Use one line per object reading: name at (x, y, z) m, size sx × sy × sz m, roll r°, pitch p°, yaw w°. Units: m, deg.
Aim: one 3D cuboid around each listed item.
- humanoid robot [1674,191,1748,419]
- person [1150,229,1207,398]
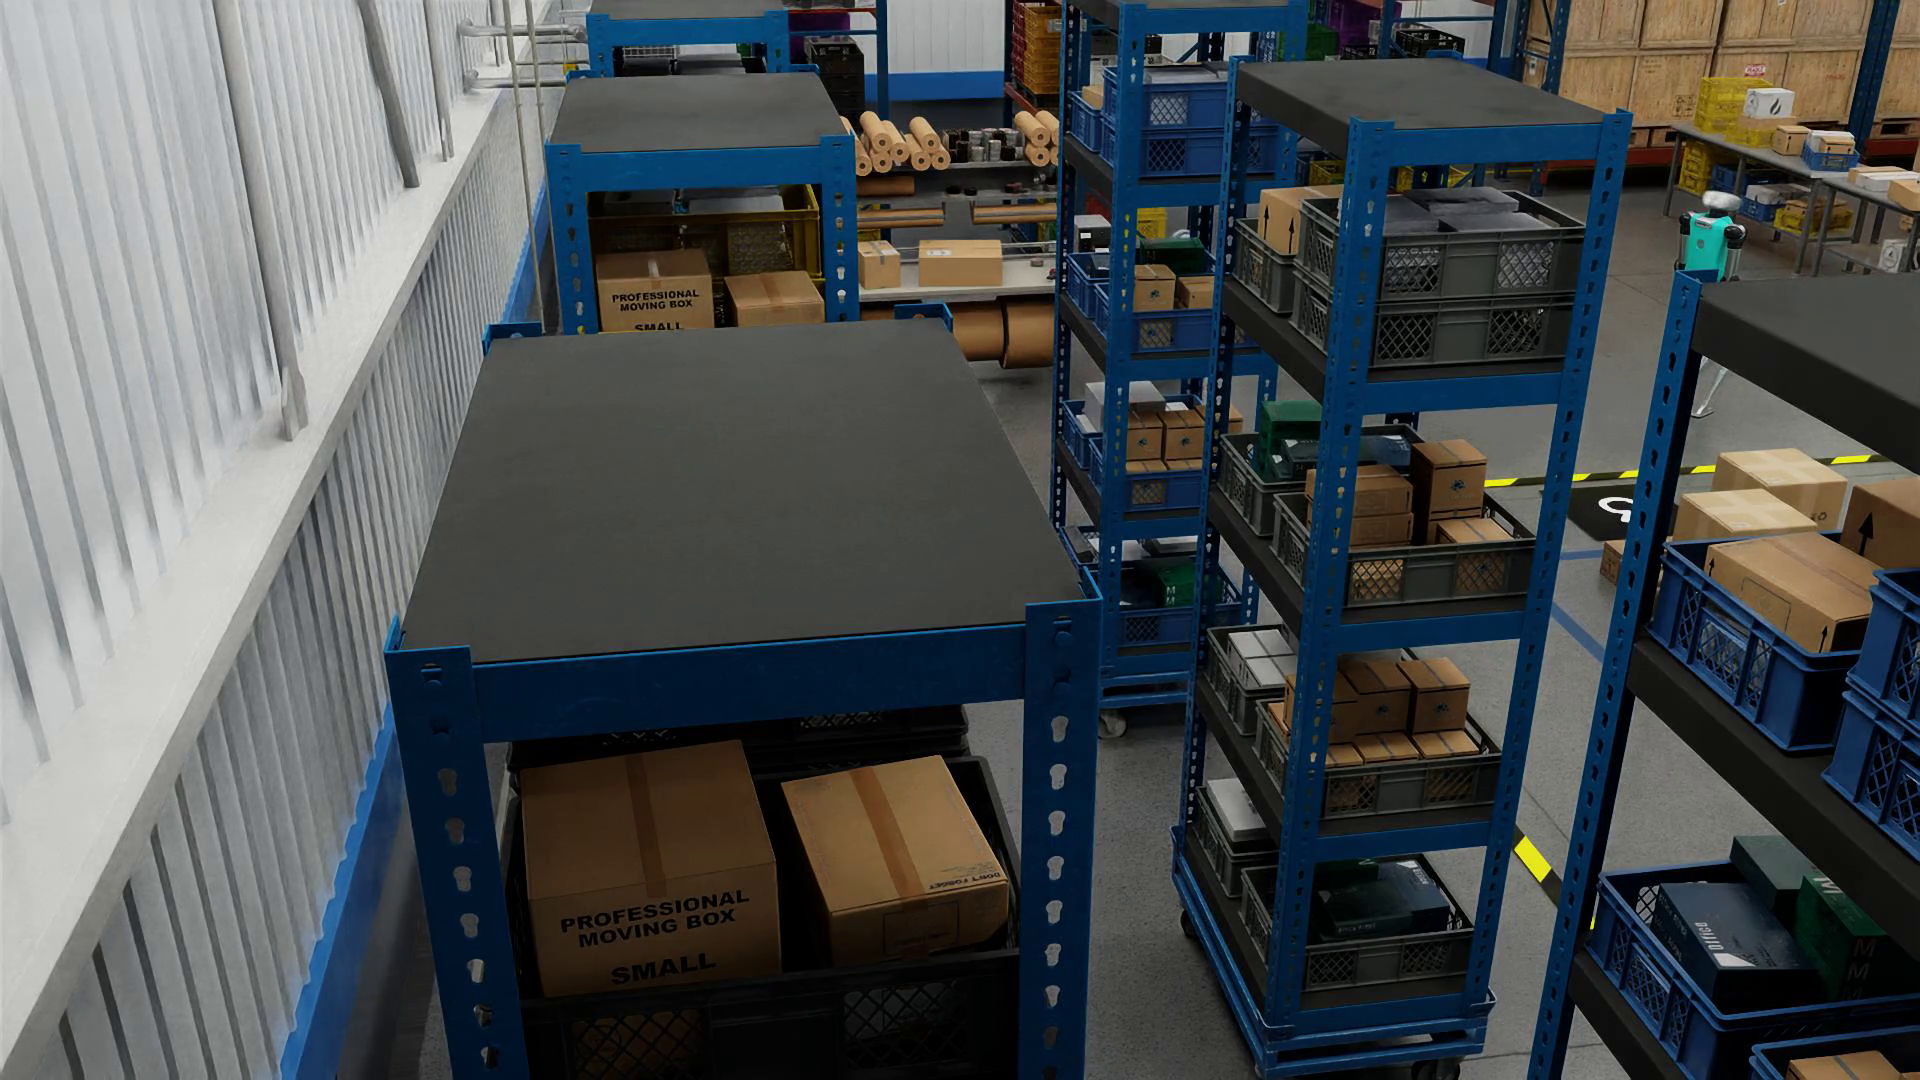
humanoid robot at (5.563, -1.738, 12.154) m, size 0.735 × 1.680 × 0.533 m, roll -12°, pitch 27°, yaw -24°
person at (1.404, -1.115, 10.825) m, size 0.597 × 1.851 × 0.381 m, roll -4°, pitch 25°, yaw -9°
